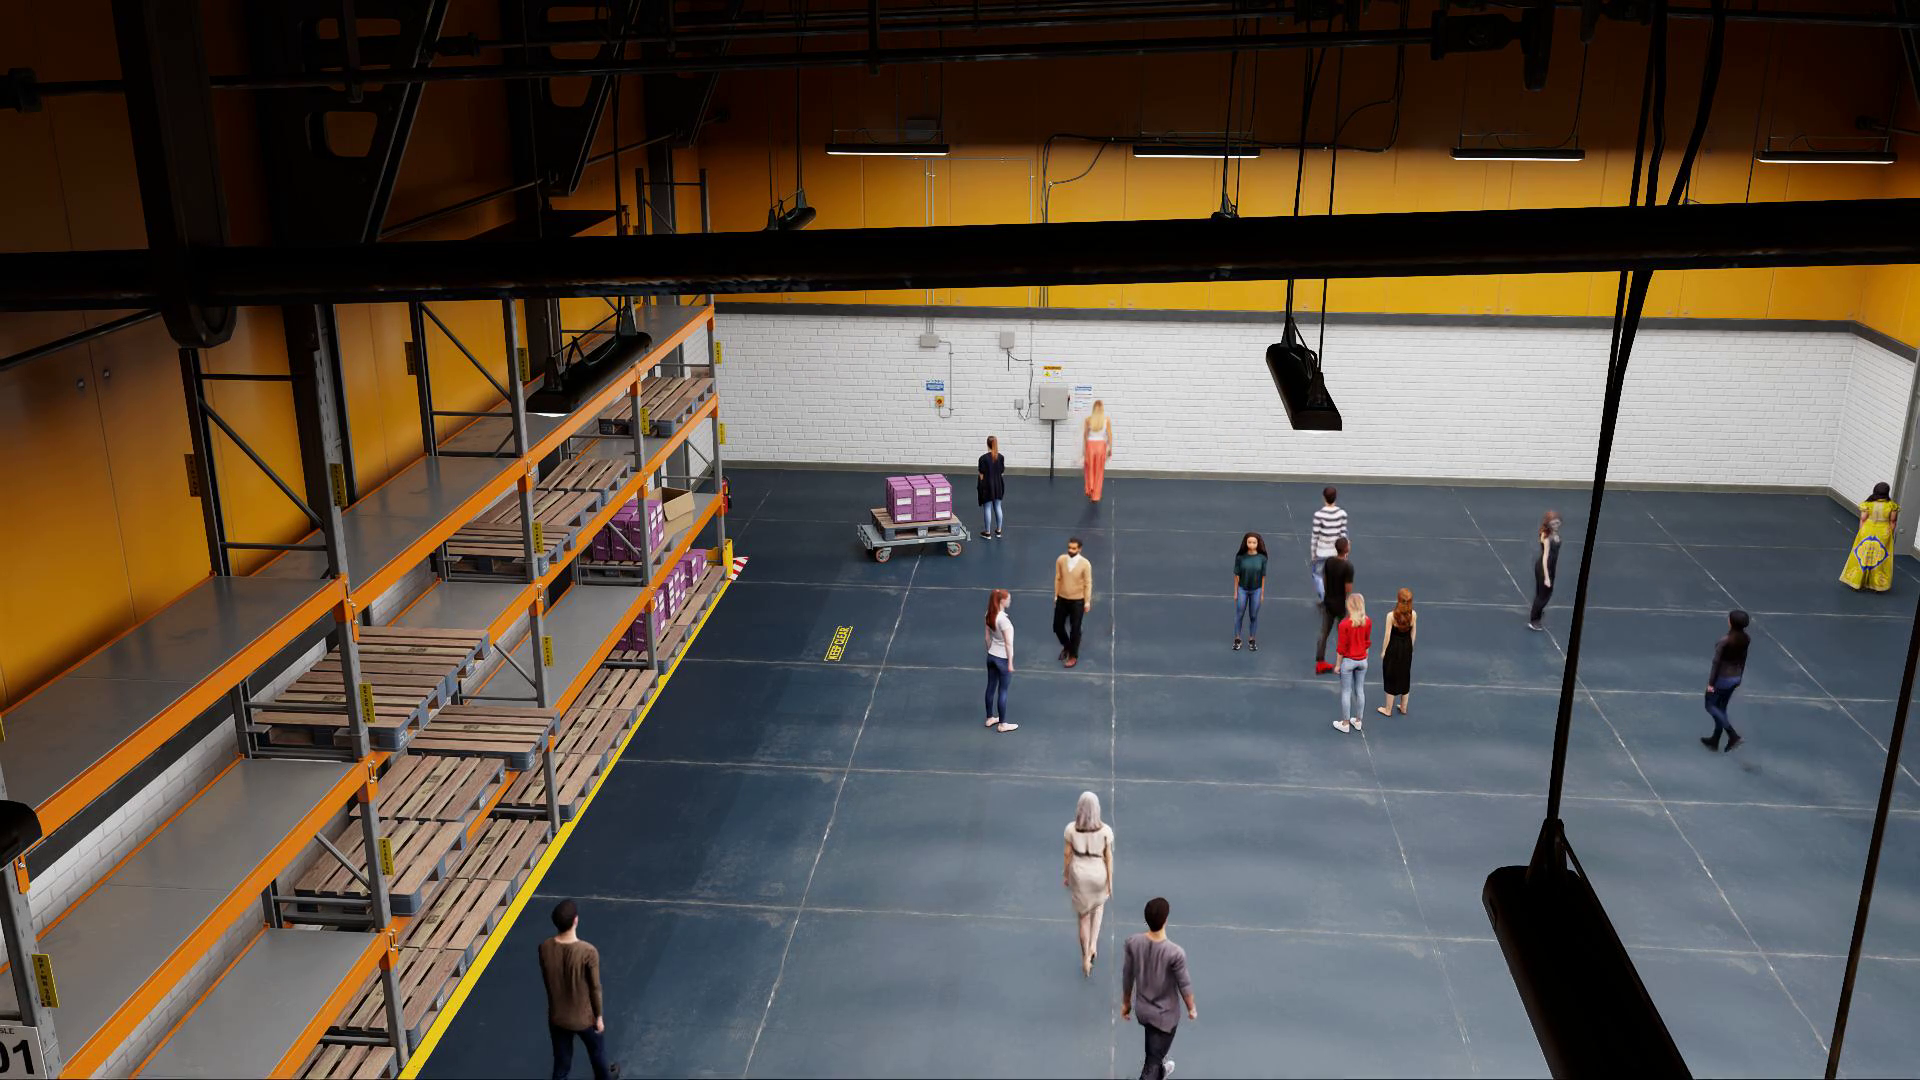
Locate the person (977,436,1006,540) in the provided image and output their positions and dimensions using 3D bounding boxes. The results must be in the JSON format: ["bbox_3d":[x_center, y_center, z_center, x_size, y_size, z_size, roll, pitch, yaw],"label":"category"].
[{"bbox_3d":[0.508,-0.851,26.490,0.712,1.684,0.718,-8,20,-22],"label":"person"}]

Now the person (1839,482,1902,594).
[{"bbox_3d":[13.293,-0.053,24.157,0.963,1.660,0.932,9,20,24],"label":"person"}]

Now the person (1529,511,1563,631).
[{"bbox_3d":[7.993,0.385,22.762,0.917,1.721,0.758,9,20,24],"label":"person"}]

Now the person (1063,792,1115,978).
[{"bbox_3d":[1.142,3.087,14.741,0.621,1.720,0.669,3,19,8],"label":"person"}]

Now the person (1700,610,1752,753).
[{"bbox_3d":[8.802,1.651,18.985,0.842,1.732,0.962,-7,20,-21],"label":"person"}]

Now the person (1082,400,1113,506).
[{"bbox_3d":[2.289,-1.462,28.141,0.711,1.787,0.866,4,19,12],"label":"person"}]

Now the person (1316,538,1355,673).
[{"bbox_3d":[4.752,0.861,21.267,1.150,1.774,1.103,-14,23,-36],"label":"person"}]

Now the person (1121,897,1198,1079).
[{"bbox_3d":[1.476,3.682,12.836,1.103,1.807,1.278,14,23,36],"label":"person"}]

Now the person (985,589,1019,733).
[{"bbox_3d":[0.451,1.413,19.677,0.709,1.742,0.644,-14,23,-36],"label":"person"}]

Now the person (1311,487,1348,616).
[{"bbox_3d":[5.141,0.197,23.156,0.789,1.826,1.006,-3,19,-8],"label":"person"}]

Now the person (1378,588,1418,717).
[{"bbox_3d":[5.295,1.345,20.061,0.641,1.625,0.664,-5,19,-14],"label":"person"}]

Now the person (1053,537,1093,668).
[{"bbox_3d":[1.475,0.769,21.582,0.776,1.746,0.769,9,21,24],"label":"person"}]

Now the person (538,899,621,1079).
[{"bbox_3d":[-3.001,3.684,12.754,0.710,1.855,0.999,3,19,8],"label":"person"}]

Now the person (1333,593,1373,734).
[{"bbox_3d":[4.635,1.446,19.641,0.691,1.703,0.668,-7,20,-20],"label":"person"}]

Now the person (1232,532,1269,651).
[{"bbox_3d":[3.842,0.666,22.089,0.595,1.617,0.587,2,19,7],"label":"person"}]
